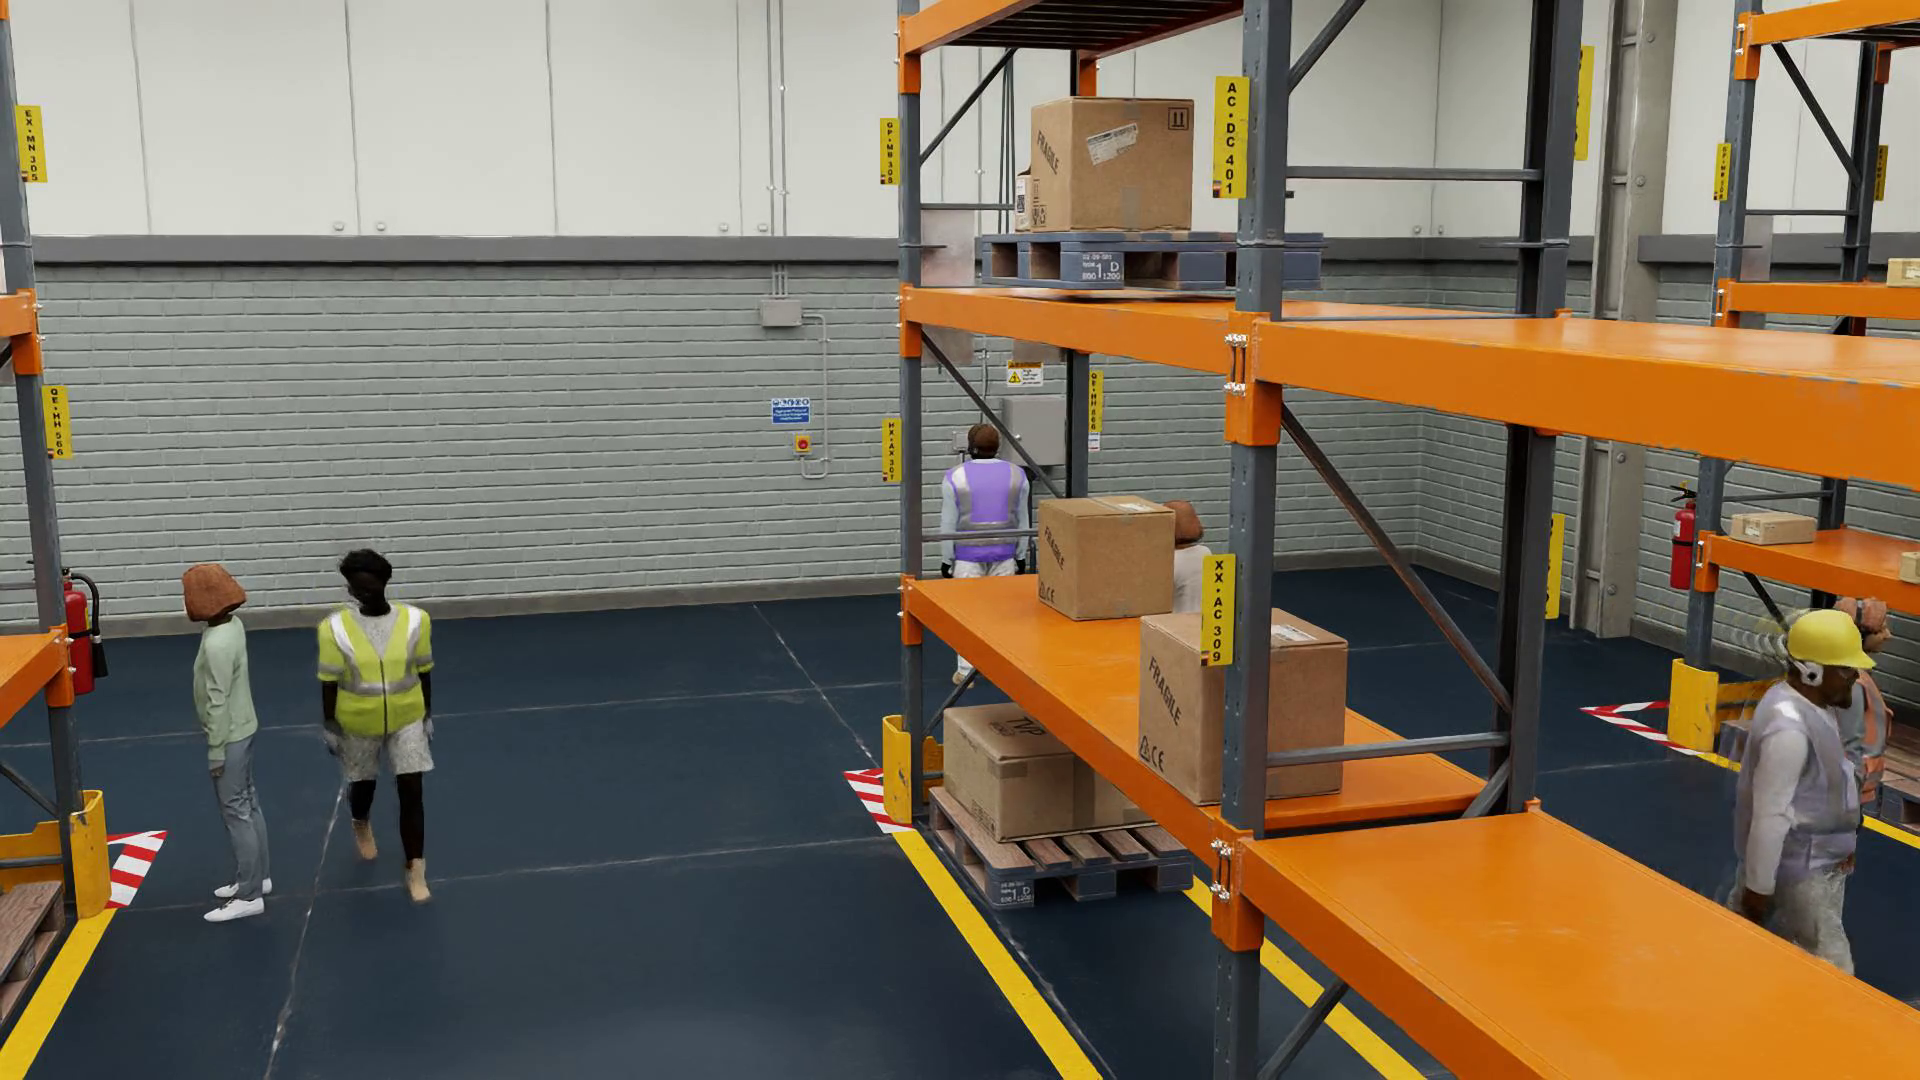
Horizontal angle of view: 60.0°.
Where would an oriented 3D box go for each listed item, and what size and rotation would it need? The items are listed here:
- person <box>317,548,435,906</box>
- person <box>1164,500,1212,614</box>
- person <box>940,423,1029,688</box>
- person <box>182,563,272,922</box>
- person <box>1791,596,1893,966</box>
[{"bbox_3d":[-2.769,0.836,7.898,0.524,1.663,0.782,-5,11,-26],"label":"person"},{"bbox_3d":[1.240,0.583,9.402,0.282,1.636,0.498,9,13,42],"label":"person"},{"bbox_3d":[0.162,0.110,11.517,0.636,1.841,0.429,-2,10,-13],"label":"person"},{"bbox_3d":[-3.349,0.907,7.589,0.268,1.628,0.501,-3,10,-16],"label":"person"},{"bbox_3d":[3.607,1.034,6.816,0.310,1.642,0.514,4,11,20],"label":"person"}]
